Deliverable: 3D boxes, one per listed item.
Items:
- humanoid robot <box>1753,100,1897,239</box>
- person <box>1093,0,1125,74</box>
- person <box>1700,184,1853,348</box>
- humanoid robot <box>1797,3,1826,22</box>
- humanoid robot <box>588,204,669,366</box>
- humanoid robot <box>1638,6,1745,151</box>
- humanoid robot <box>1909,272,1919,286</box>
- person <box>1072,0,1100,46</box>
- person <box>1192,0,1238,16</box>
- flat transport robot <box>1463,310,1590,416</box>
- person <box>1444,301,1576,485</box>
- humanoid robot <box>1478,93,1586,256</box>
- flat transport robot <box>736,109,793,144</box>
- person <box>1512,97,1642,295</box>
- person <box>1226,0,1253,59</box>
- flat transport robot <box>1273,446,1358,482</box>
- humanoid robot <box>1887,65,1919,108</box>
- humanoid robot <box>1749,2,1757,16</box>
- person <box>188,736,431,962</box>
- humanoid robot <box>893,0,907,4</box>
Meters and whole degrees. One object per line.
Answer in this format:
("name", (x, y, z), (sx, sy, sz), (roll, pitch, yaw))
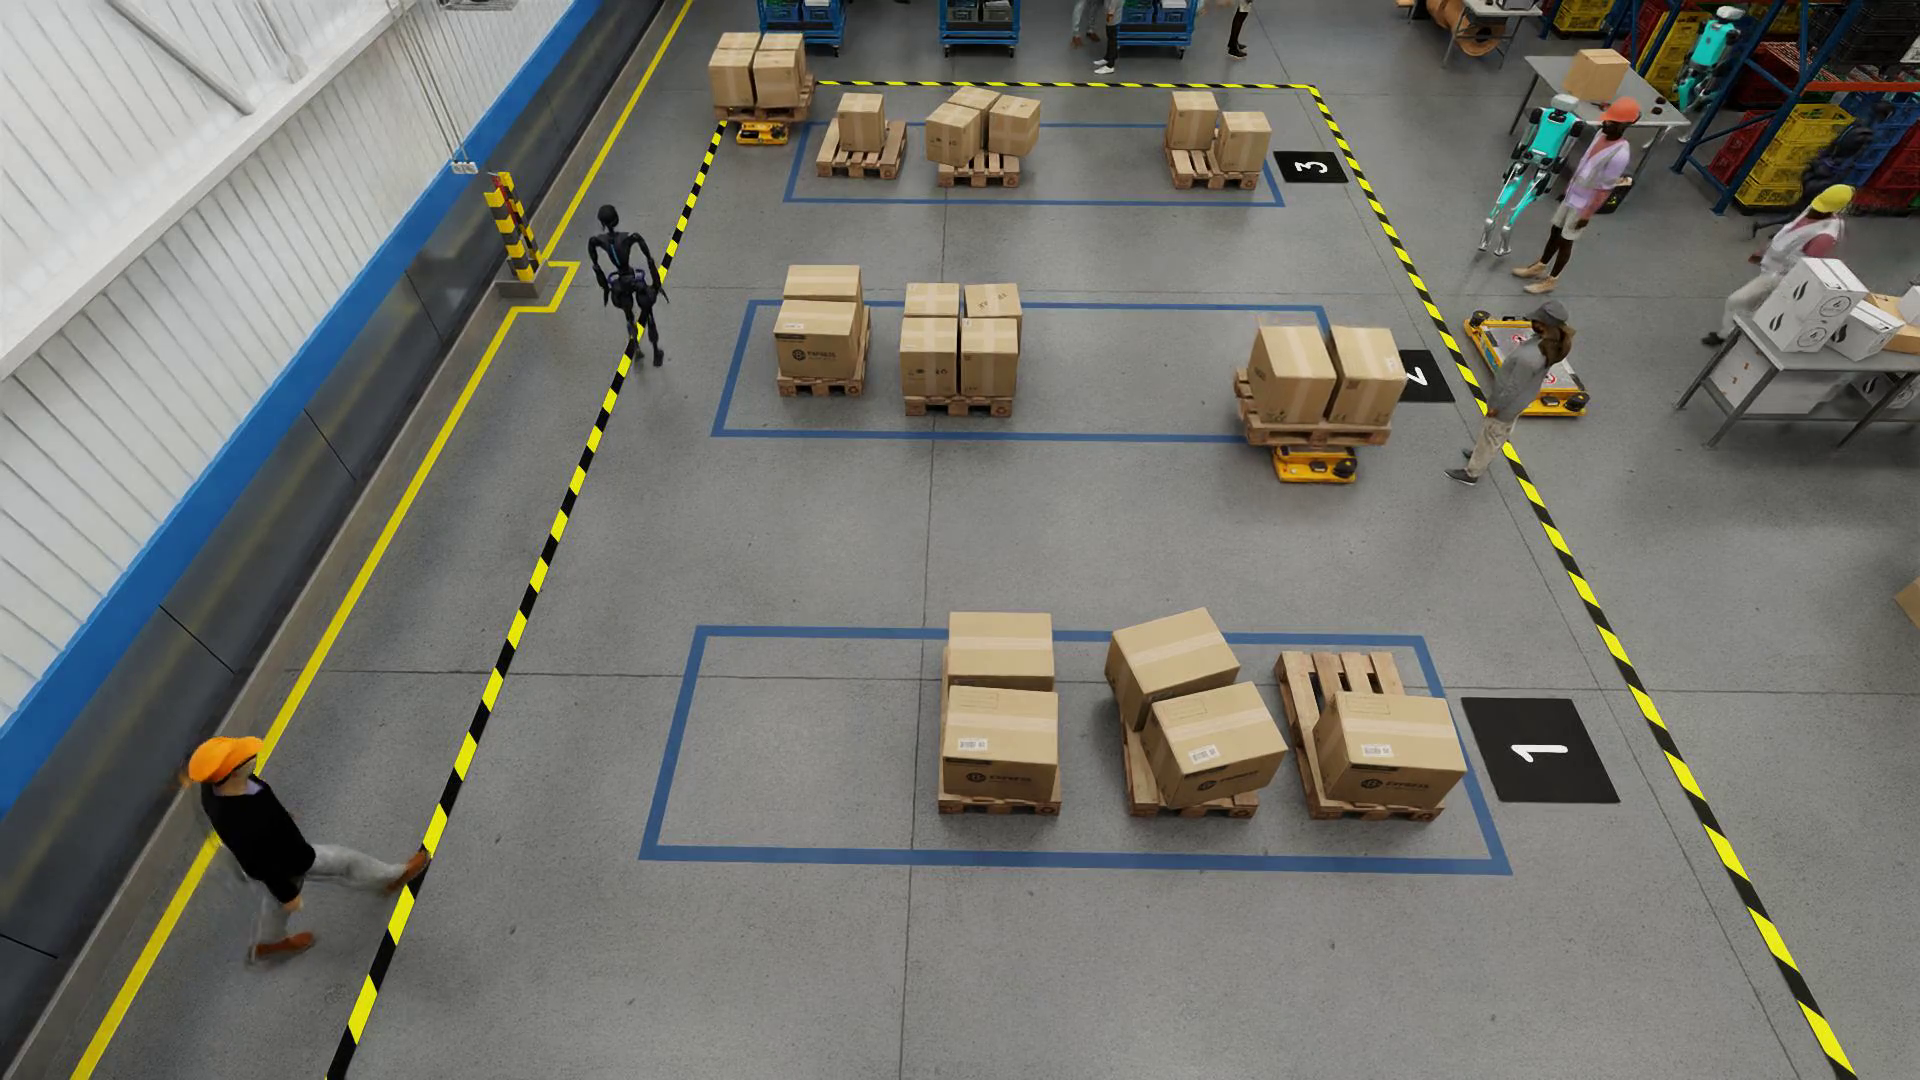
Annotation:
("humanoid robot", (9.457, -4.059, 10.123), (0.562, 1.640, 0.598), (11, 50, 10))
("person", (2.170, -7.703, 13.154), (0.384, 1.852, 0.586), (4, 49, 4))
("person", (7.778, -2.603, 8.779), (0.512, 1.796, 0.630), (22, 53, 18))
("humanoid robot", (13.102, -8.360, 13.836), (0.550, 1.827, 0.879), (5, 49, 4))
("humanoid robot", (-3.106, -2.389, 8.670), (0.609, 1.643, 0.354), (-7, 49, -6))
("humanoid robot", (9.481, -5.827, 11.641), (1.042, 1.765, 0.549), (-14, 51, -12))
("humanoid robot", (10.567, -3.349, 9.396), (0.532, 1.690, 0.739), (4, 49, 4))
("person", (1.992, -8.547, 13.828), (0.634, 1.936, 0.352), (-23, 53, -18))
("person", (4.218, -9.396, 14.658), (0.956, 1.789, 0.650), (-13, 50, -11))
("flat transport robot", (5.573, -1.757, 9.054), (0.659, 0.231, 1.431), (1, 49, 1))
("person", (4.558, -1.185, 7.565), (0.564, 1.769, 0.394), (-36, 58, -27))
("humanoid robot", (5.993, -3.815, 9.778), (0.735, 1.673, 0.533), (-36, 58, -27))
("flat transport robot", (-2.635, -5.867, 12.593), (0.652, 0.197, 1.431), (1, 49, 1))
("person", (6.311, -3.480, 9.373), (0.389, 2.040, 0.613), (3, 49, 3))
("person", (4.287, -8.211, 13.519), (0.361, 1.962, 0.613), (9, 50, 8))
("flat transport robot", (3.157, -1.103, 8.469), (0.652, 0.197, 1.431), (1, 49, 1))
("humanoid robot", (12.285, -5.901, 11.746), (0.707, 1.901, 0.543), (-20, 52, -16))
("humanoid robot", (13.184, -9.320, 14.669), (0.589, 1.644, 0.538), (-12, 50, -10))
("person", (-3.774, 1.732, 5.009), (0.603, 1.827, 0.954), (33, 57, 25))
("humanoid robot", (-0.989, -9.734, 15.031), (0.338, 1.650, 0.587), (17, 51, 14))
